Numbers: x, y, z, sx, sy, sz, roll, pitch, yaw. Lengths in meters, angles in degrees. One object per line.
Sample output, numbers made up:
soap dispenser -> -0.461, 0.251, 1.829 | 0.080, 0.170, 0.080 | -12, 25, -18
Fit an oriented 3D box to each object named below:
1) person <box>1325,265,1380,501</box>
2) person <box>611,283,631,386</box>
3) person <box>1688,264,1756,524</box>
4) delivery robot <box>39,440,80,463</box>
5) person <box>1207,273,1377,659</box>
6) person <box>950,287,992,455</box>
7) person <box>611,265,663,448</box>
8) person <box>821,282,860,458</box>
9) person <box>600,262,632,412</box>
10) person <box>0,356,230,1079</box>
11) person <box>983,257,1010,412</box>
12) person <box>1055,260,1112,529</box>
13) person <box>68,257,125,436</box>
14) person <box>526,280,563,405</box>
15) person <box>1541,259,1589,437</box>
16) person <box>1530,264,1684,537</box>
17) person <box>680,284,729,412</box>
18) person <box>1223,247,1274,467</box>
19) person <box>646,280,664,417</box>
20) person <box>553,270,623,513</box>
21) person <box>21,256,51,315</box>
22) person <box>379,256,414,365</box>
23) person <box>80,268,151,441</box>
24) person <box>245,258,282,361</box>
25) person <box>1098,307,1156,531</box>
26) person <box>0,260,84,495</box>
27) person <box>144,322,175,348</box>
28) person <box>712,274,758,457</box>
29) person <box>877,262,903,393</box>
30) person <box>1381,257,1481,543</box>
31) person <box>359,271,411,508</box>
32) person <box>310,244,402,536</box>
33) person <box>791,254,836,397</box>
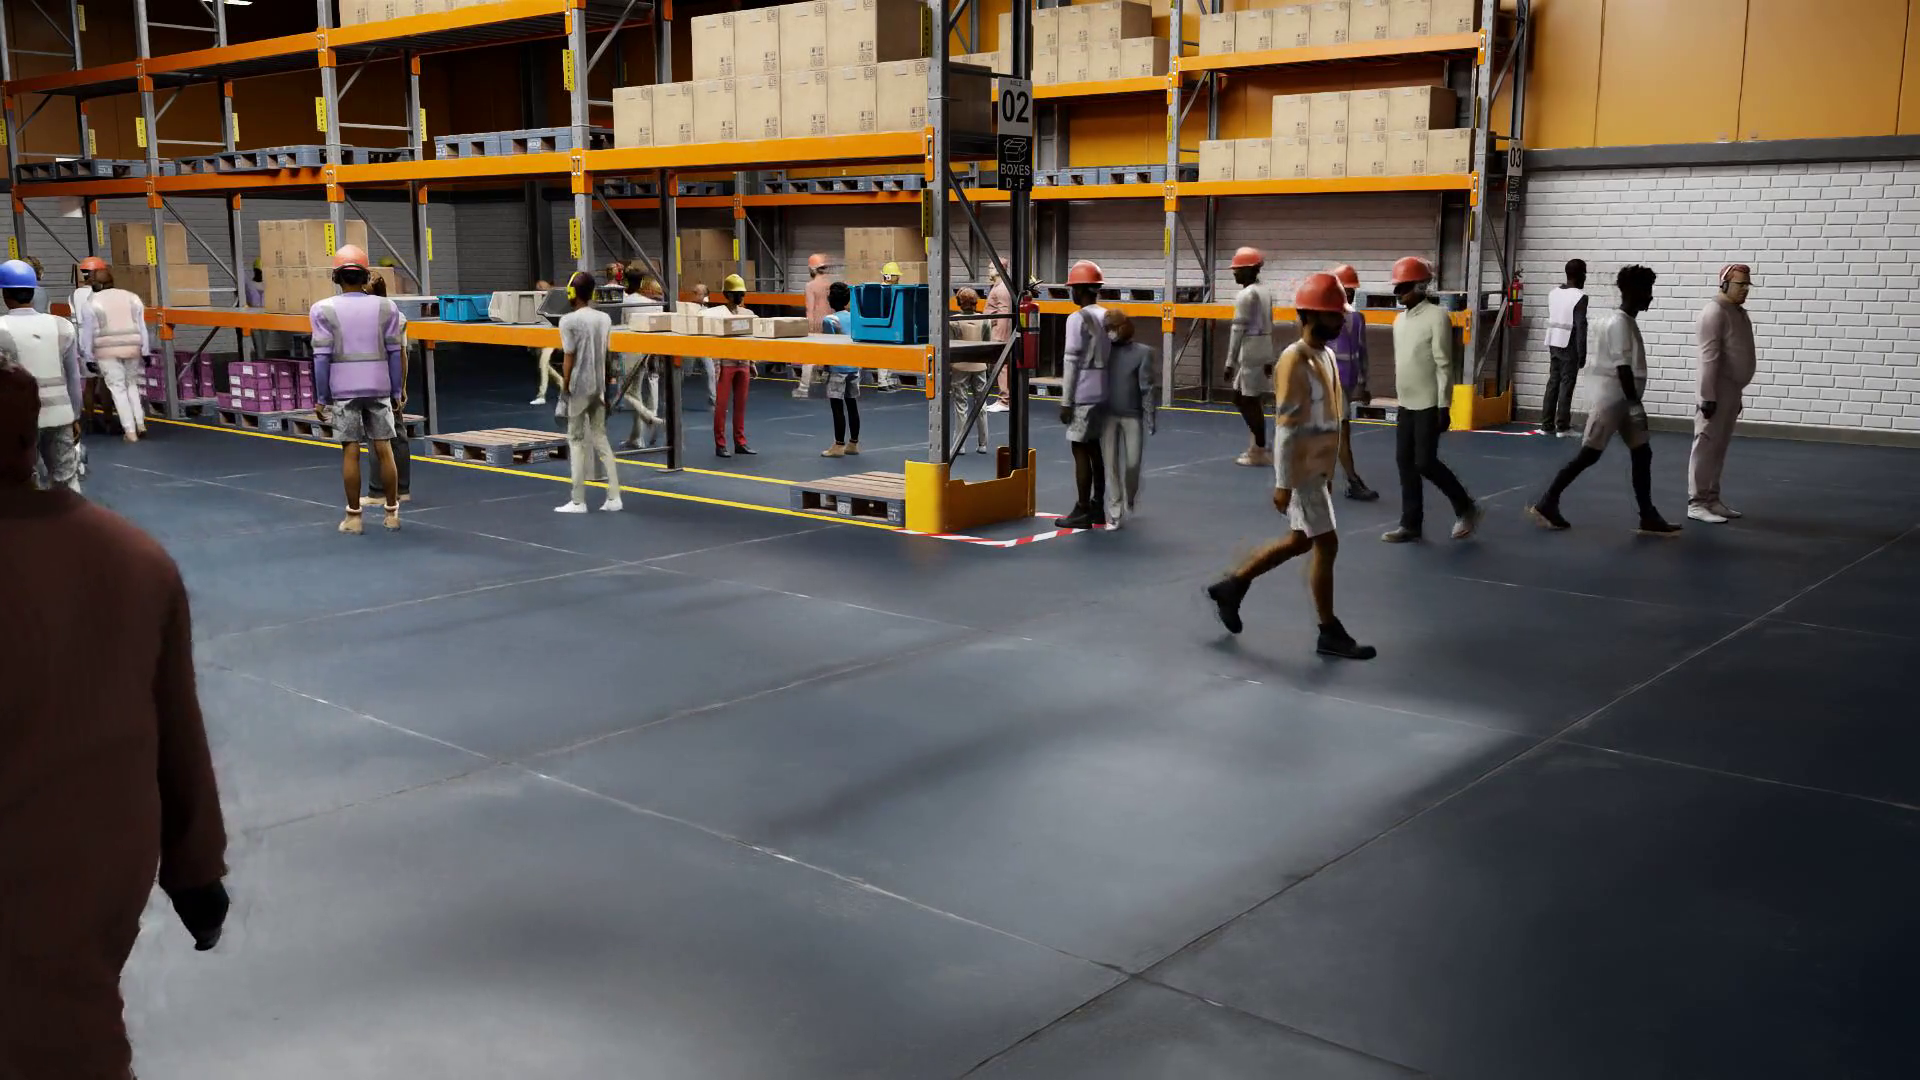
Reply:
person -> 3.093, -1.294, 13.600 | 0.558, 1.890, 0.977 | -6, 12, -32
person -> -4.986, -3.109, 24.450 | 0.540, 1.700, 0.316 | 0, 10, 2
person -> 5.685, -1.088, 12.366 | 0.399, 1.905, 0.642 | 9, 13, 41
delivery robot -> -7.919, -0.845, 14.551 | 0.477, 0.478, 0.707 | -6, 11, -30
person -> 1.668, -0.378, 8.338 | 0.875, 1.908, 0.549 | 6, 12, 30
person -> 0.076, -1.647, 16.299 | 0.514, 1.642, 0.310 | -4, 11, -23
person -> -3.240, -1.822, 16.695 | 0.614, 1.850, 0.540 | 7, 12, 35
person -> -1.156, -1.645, 16.117 | 0.318, 1.700, 0.535 | 6, 12, 32
person -> -4.273, -2.496, 20.545 | 0.571, 1.843, 0.373 | 5, 11, 26
person -> -1.635, 0.605, 2.882 | 0.989, 1.853, 0.646 | 2, 10, 13
person -> 0.476, -2.538, 20.611 | 0.406, 1.911, 0.636 | 1, 10, 4
person -> 0.903, -1.045, 12.043 | 0.376, 1.936, 0.542 | 7, 12, 35
person -> -9.305, -2.085, 17.970 | 0.543, 1.929, 0.372 | 4, 11, 21
person -> -5.394, -2.596, 21.766 | 0.504, 1.608, 0.736 | 7, 12, 33
person -> 6.502, -2.052, 17.850 | 0.395, 1.913, 0.592 | -3, 10, -16
person -> 4.603, -0.990, 11.787 | 1.017, 1.920, 0.614 | 6, 12, 32
person -> -3.308, -2.371, 20.578 | 0.845, 1.589, 0.518 | 5, 11, 27
person -> 2.687, -1.677, 15.379 | 0.505, 2.023, 0.619 | 5, 11, 24
person -> -3.605, -2.284, 19.923 | 0.515, 1.640, 0.315 | -3, 11, -19
person -> -2.872, -1.117, 12.677 | 0.392, 1.880, 0.537 | 6, 12, 33
person -> -9.930, -2.076, 17.892 | 0.636, 1.939, 0.364 | 7, 12, 34
person -> -9.529, -3.841, 28.058 | 0.682, 1.902, 0.601 | 9, 14, 43
person -> -8.864, -1.931, 17.425 | 0.538, 1.812, 0.660 | 9, 13, 40
person -> -10.770, -3.392, 25.582 | 0.594, 1.883, 0.980 | -8, 13, -37
person -> 1.183, -0.894, 12.102 | 0.522, 1.604, 0.632 | 2, 10, 13
person -> -5.705, -0.737, 10.238 | 0.389, 1.949, 0.602 | 7, 12, 33
person -> -12.378, -3.399, 25.645 | 0.520, 1.865, 0.332 | 0, 10, -1
person -> -2.191, -1.693, 16.201 | 0.526, 1.769, 0.328 | -10, 14, -44
person -> -0.990, -2.979, 23.370 | 0.404, 1.824, 0.596 | 2, 10, 13
person -> 3.206, -0.944, 11.385 | 0.675, 1.967, 0.642 | -3, 10, -18
person -> -4.548, -1.173, 13.020 | 0.345, 1.846, 0.506 | 6, 12, 32
person -> -4.254, -1.053, 11.767 | 0.605, 2.045, 0.387 | -6, 12, -31
person -> -1.844, -2.865, 22.365 | 1.027, 1.953, 0.631 | 8, 13, 40
